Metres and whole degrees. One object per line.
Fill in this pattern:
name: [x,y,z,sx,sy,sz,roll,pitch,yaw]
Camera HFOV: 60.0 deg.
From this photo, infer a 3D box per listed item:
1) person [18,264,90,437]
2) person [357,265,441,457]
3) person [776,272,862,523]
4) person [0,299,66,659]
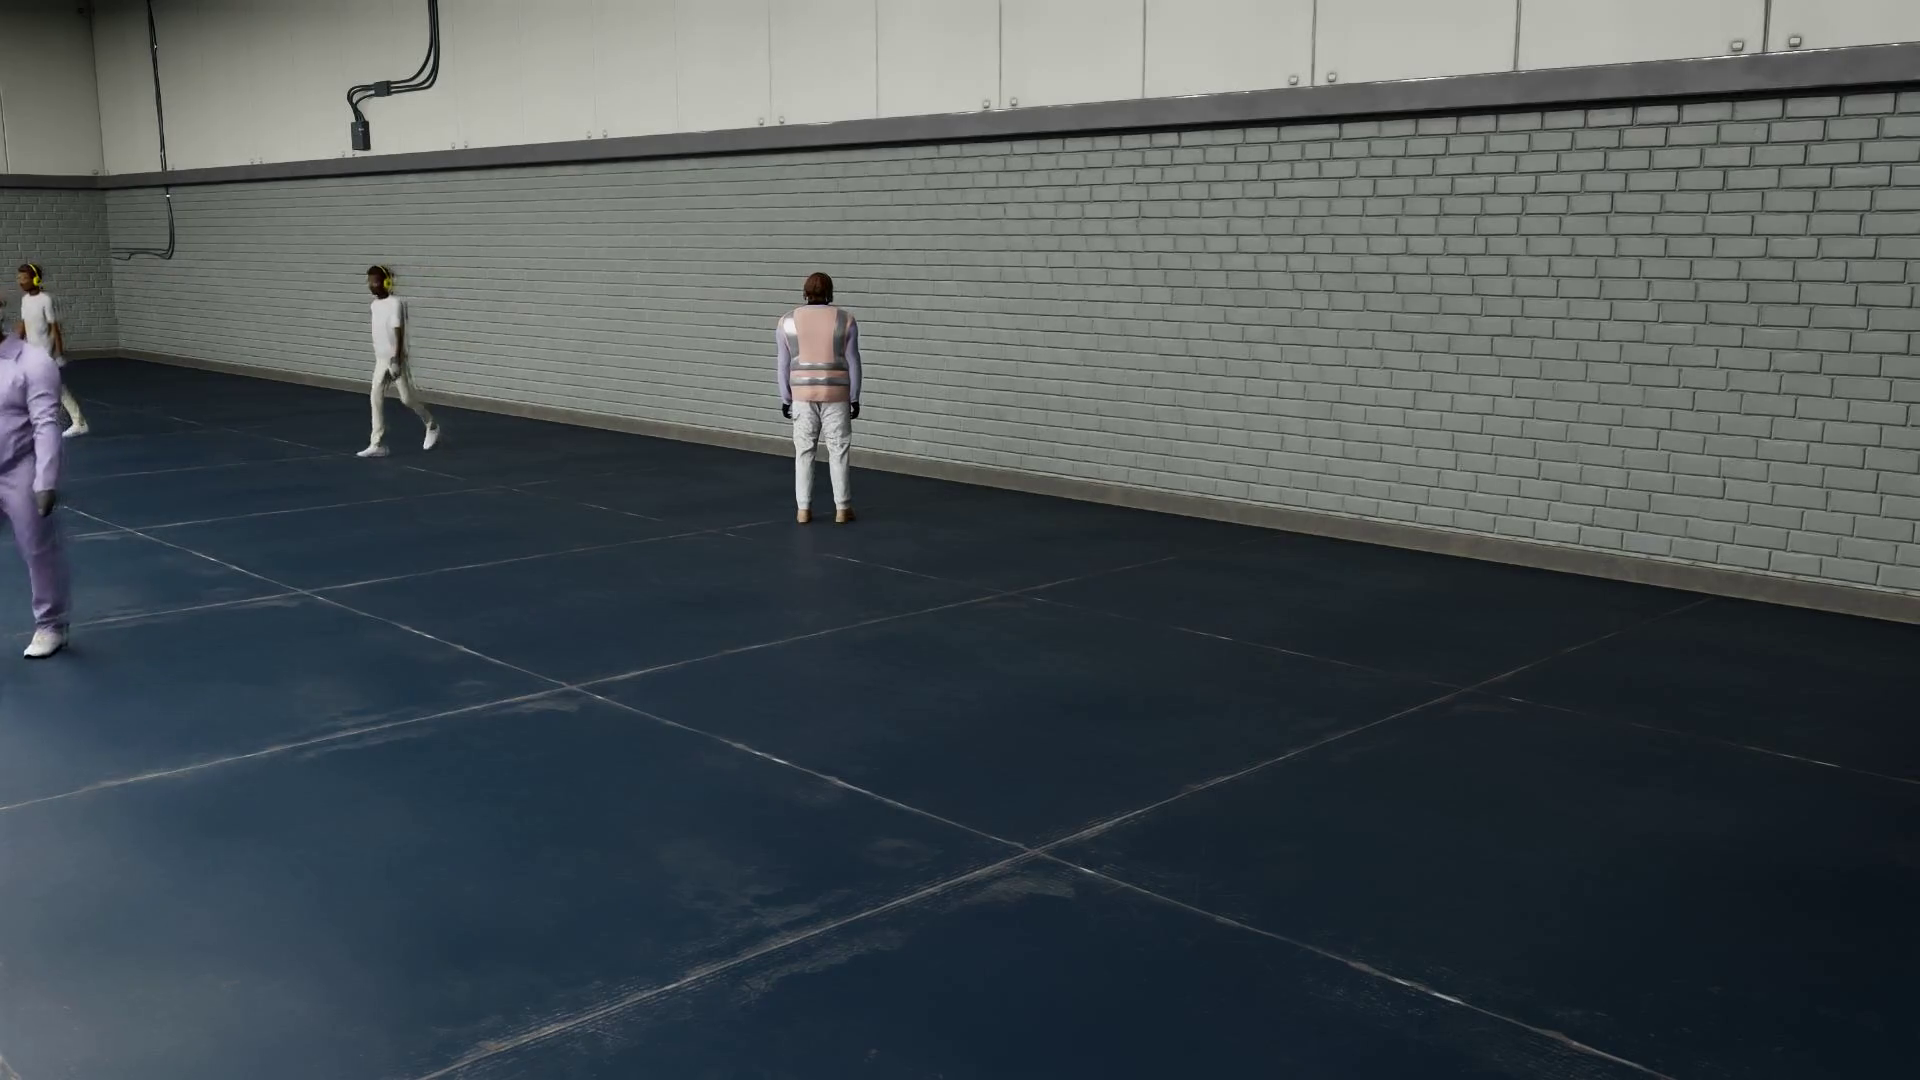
person: [-9.574,-1.946,17.273,0.535,1.815,0.996,8,13,38]
person: [-5.467,-1.747,16.144,0.528,1.838,0.913,7,12,32]
person: [-1.029,-1.049,12.295,0.623,1.844,0.429,1,10,3]
person: [-4.690,-0.280,8.021,0.679,1.860,0.952,0,10,-1]
